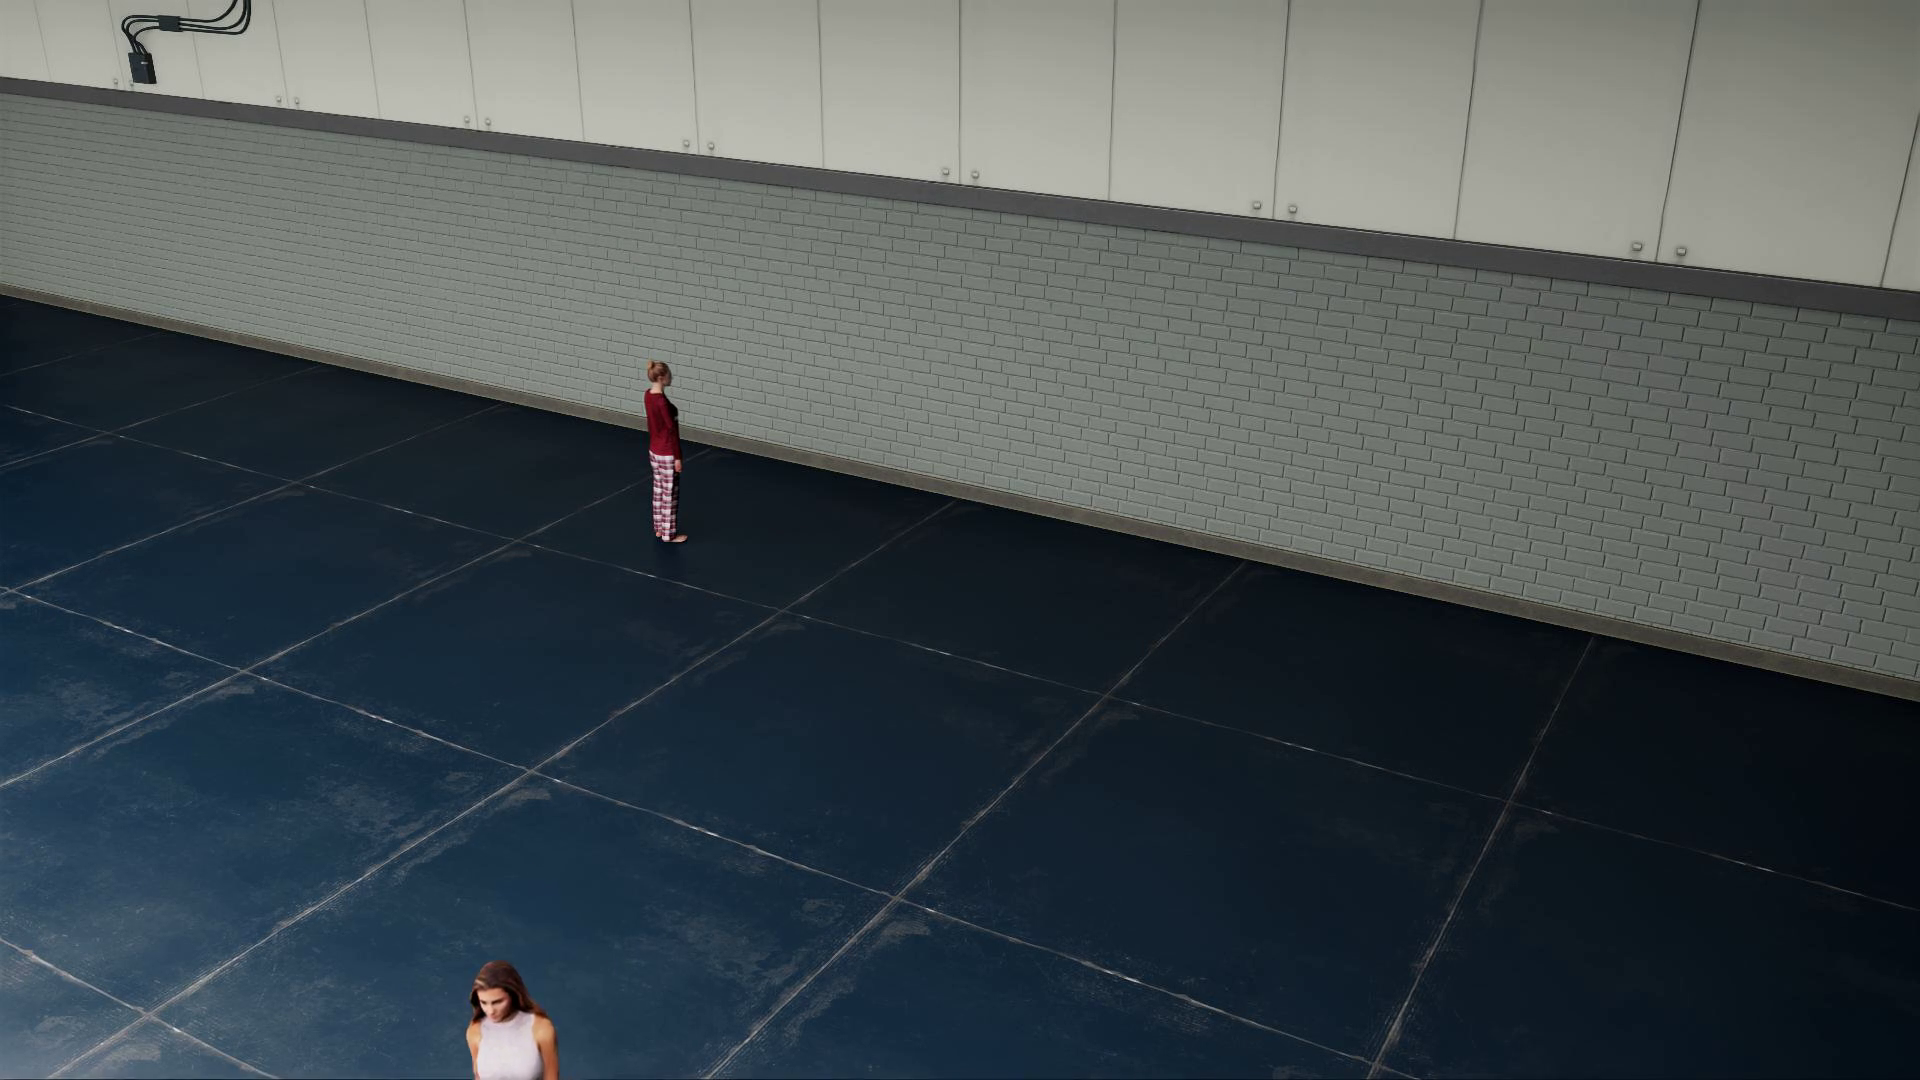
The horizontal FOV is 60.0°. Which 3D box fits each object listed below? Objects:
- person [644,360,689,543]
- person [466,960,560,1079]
[{"bbox_3d":[-2.683,-0.815,15.097,0.657,1.703,0.689,-15,27,-32],"label":"person"},{"bbox_3d":[-1.860,2.513,7.214,0.834,1.749,0.997,0,23,1],"label":"person"}]
